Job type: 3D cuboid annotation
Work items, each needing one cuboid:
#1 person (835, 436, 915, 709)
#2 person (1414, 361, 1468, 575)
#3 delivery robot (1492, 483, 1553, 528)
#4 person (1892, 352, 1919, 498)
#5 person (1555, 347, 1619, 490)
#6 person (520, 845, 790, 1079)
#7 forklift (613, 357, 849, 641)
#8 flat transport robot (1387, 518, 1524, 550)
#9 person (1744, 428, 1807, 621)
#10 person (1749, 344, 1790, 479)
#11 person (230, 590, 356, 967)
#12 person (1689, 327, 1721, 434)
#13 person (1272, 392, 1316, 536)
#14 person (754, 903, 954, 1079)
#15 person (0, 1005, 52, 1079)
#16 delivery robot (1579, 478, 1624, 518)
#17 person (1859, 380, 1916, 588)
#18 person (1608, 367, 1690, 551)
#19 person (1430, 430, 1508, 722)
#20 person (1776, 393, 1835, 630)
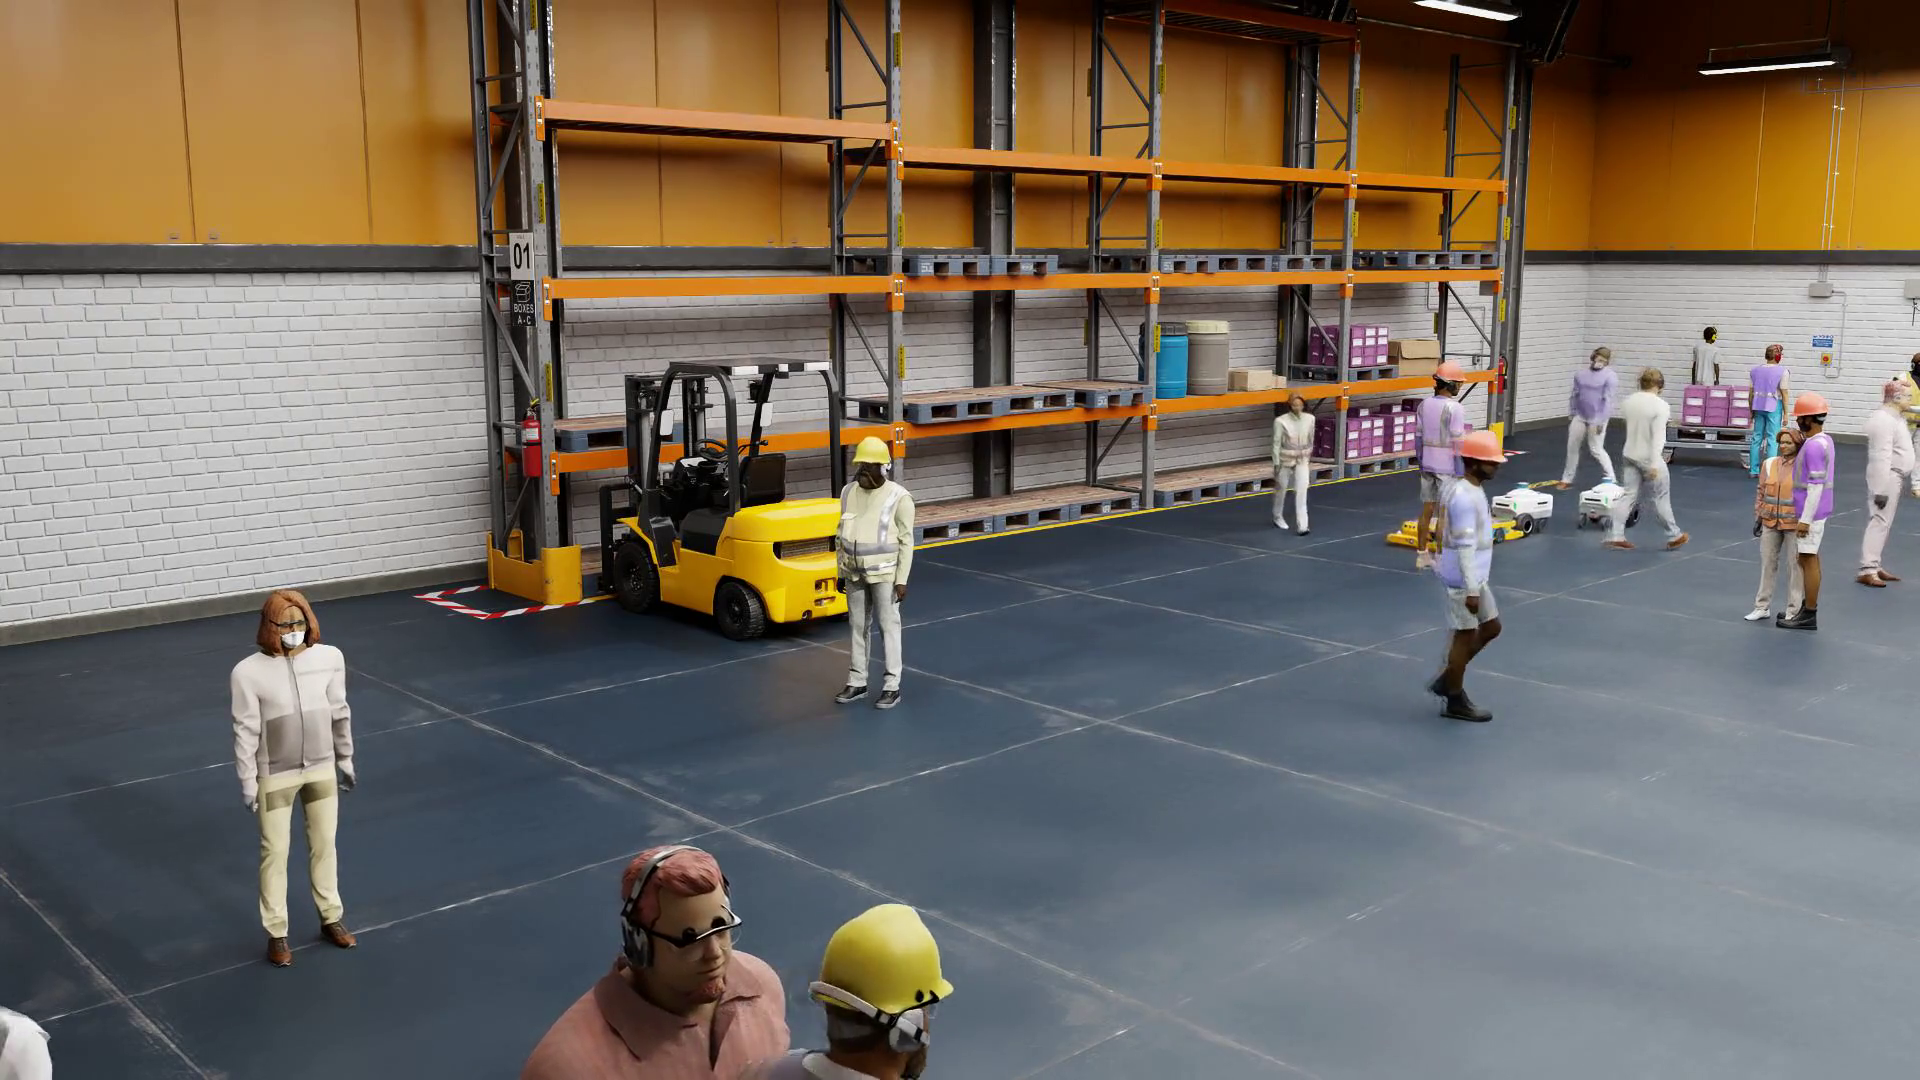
[{"bbox_3d":[-0.598,0.215,11.218,0.590,1.837,0.404,5,11,29],"label":"person"},{"bbox_3d":[4.633,-0.694,15.935,0.391,2.041,0.615,-4,11,-23],"label":"person"},{"bbox_3d":[6.159,-0.385,18.204,0.707,0.478,0.477,-7,12,-35],"label":"delivery robot"},{"bbox_3d":[11.982,-1.436,20.871,0.624,1.845,0.430,2,10,12],"label":"person"},{"bbox_3d":[8.126,-1.549,21.411,0.557,1.895,0.684,-5,11,-28],"label":"person"},{"bbox_3d":[-0.544,1.526,3.340,0.403,1.906,0.651,8,12,37],"label":"person"},{"bbox_3d":[-1.847,-0.414,13.852,1.214,2.155,2.313,-9,13,-42],"label":"forklift"},{"bbox_3d":[5.262,-0.100,17.639,1.431,0.197,0.652,-7,12,-35],"label":"flat transport robot"},{"bbox_3d":[6.791,-0.111,13.698,0.312,1.642,0.512,-7,12,-35],"label":"person"},{"bbox_3d":[10.949,-1.725,22.546,0.389,1.847,0.563,-6,11,-31],"label":"person"},{"bbox_3d":[-2.865,1.010,7.177,0.270,1.627,0.497,9,13,44],"label":"person"},{"bbox_3d":[12.513,-2.652,27.945,0.329,1.864,0.520,-7,12,-36],"label":"person"},{"bbox_3d":[3.630,-0.847,18.210,0.518,1.568,0.935,-1,10,-8],"label":"person"},{"bbox_3d":[-0.111,1.590,3.286,0.816,1.791,0.620,-8,12,-39],"label":"person"},{"bbox_3d":[-2.087,1.544,3.340,0.600,1.875,0.368,0,10,1],"label":"person"},{"bbox_3d":[7.235,-0.456,18.618,0.477,0.478,0.707,10,13,44],"label":"delivery robot"},{"bbox_3d":[8.587,-0.516,15.390,0.408,1.891,0.765,6,11,32],"label":"person"},{"bbox_3d":[7.113,-0.819,17.107,0.866,1.892,0.637,-4,10,-22],"label":"person"},{"bbox_3d":[3.330,0.242,10.803,0.399,1.924,0.583,4,11,24],"label":"person"},{"bbox_3d":[6.893,-0.230,13.549,0.376,1.931,0.542,6,11,31],"label":"person"}]
